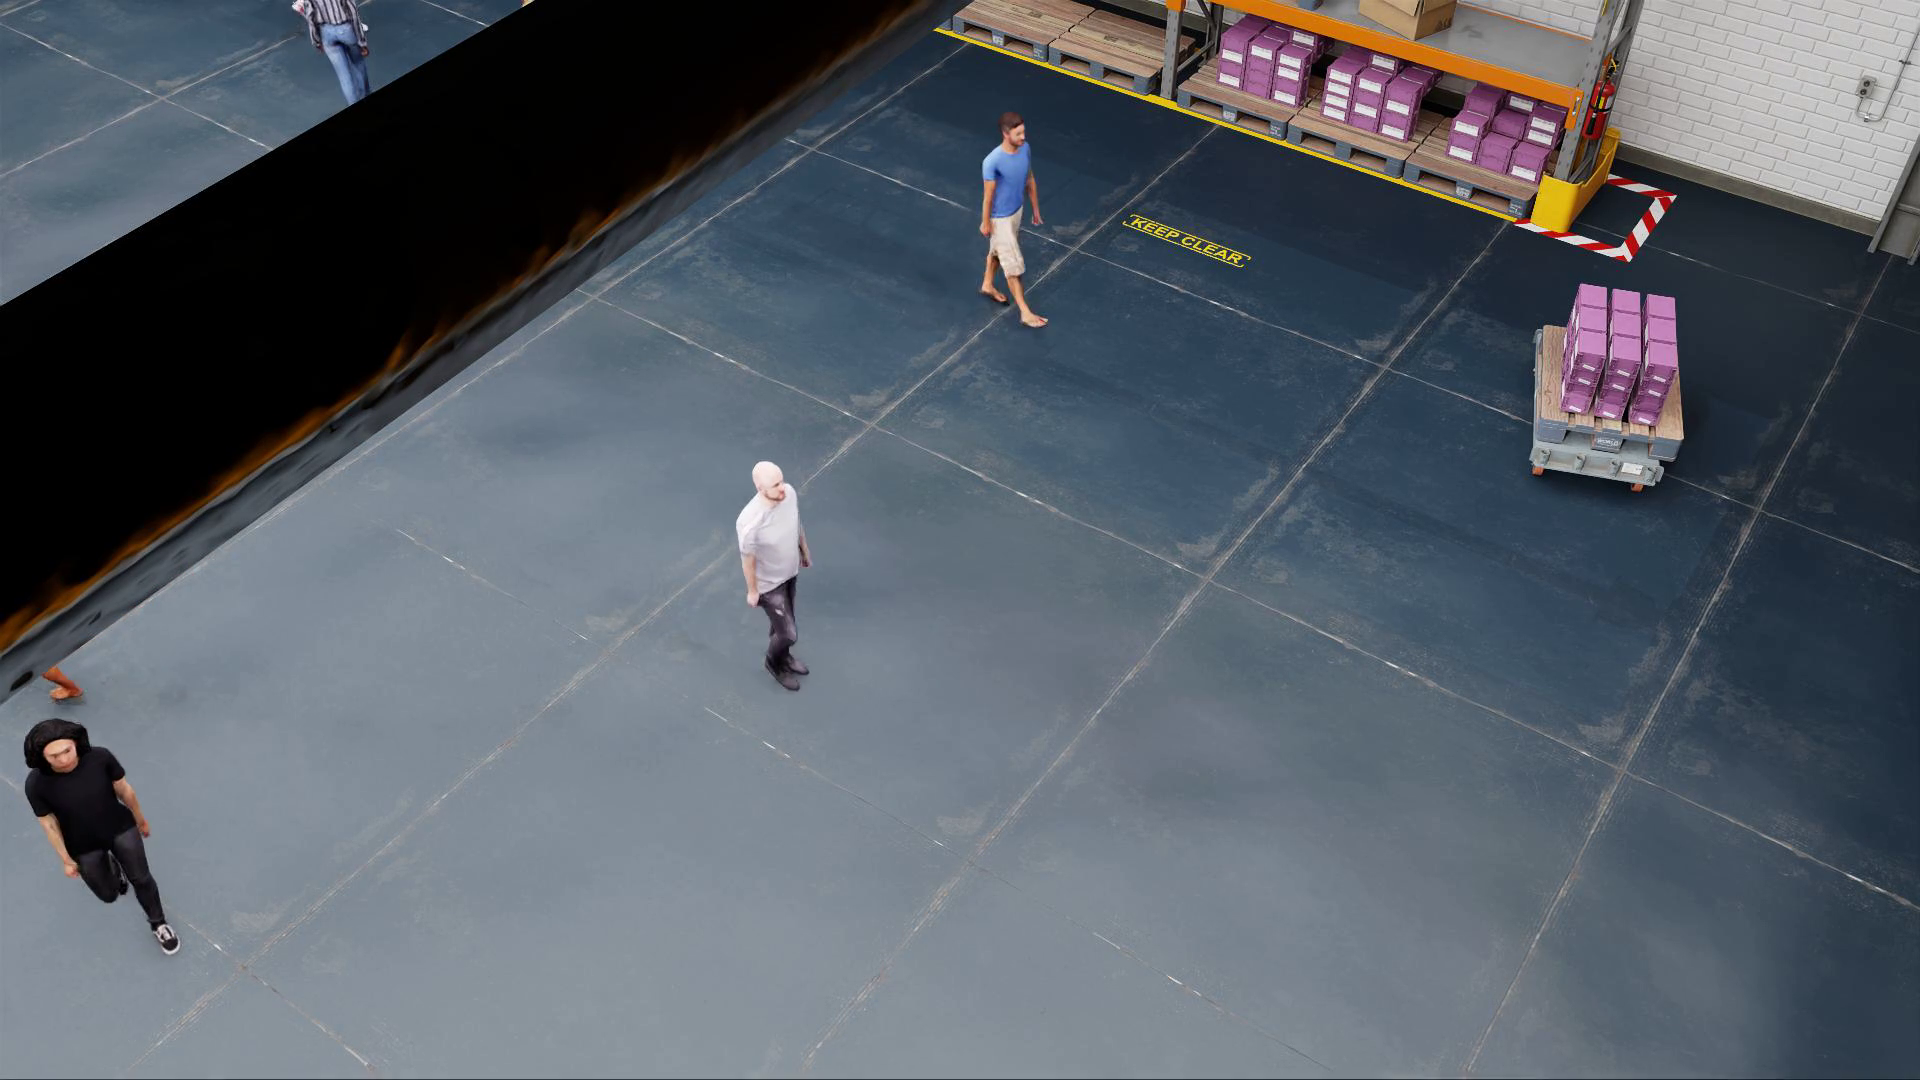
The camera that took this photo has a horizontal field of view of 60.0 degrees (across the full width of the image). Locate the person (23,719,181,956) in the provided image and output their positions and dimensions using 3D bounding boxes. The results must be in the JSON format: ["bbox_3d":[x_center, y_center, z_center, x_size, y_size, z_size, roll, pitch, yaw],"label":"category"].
[{"bbox_3d":[-4.765,1.568,9.159,0.805,1.820,0.983,-29,51,-27],"label":"person"}]

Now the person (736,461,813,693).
[{"bbox_3d":[-1.248,0.184,10.608,0.654,1.825,0.693,23,48,22],"label":"person"}]

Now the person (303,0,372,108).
[{"bbox_3d":[-5.848,-4.650,15.744,1.123,1.738,1.269,-12,45,-13],"label":"person"}]

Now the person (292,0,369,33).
[{"bbox_3d":[-6.673,-6.114,17.236,1.051,1.801,1.031,-16,46,-16],"label":"person"}]

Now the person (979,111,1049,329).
[{"bbox_3d":[0.302,-2.705,13.634,1.111,1.833,0.723,32,52,29],"label":"person"}]
